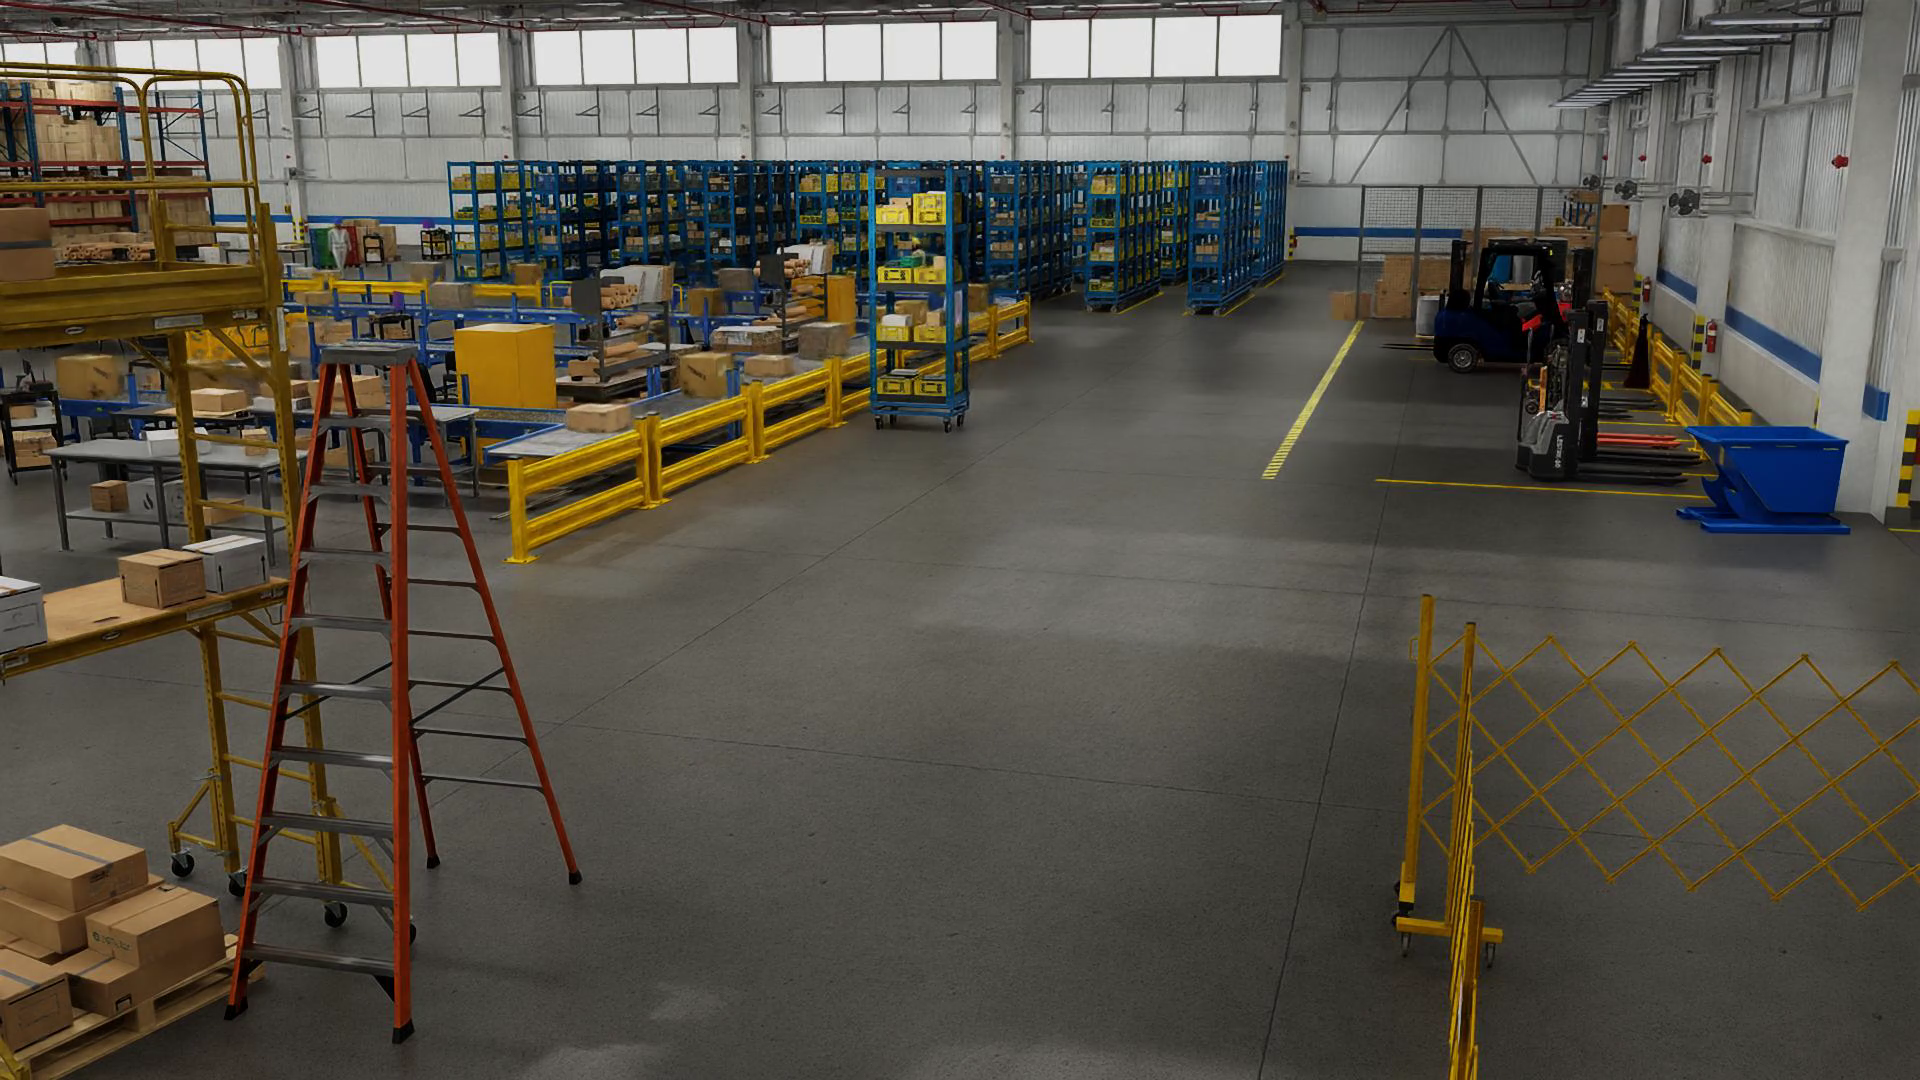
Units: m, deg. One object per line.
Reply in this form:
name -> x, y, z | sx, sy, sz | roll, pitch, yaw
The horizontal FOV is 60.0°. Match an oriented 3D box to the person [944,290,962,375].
person -> -0.150, -3.533, 27.404 | 0.427, 2.036, 0.621 | 2, 13, 9

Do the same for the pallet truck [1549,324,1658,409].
pallet truck -> 9.824, -2.669, 25.407 | 1.601, 1.201, 0.680 | 4, 14, 16

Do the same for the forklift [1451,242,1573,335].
forklift -> 10.464, -4.597, 31.405 | 2.680, 1.987, 1.157 | 4, 14, 16

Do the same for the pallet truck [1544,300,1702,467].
pallet truck -> 8.263, -1.952, 20.631 | 1.885, 1.965, 0.823 | 5, 14, 20

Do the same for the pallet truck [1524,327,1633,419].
pallet truck -> 9.065, -2.460, 24.370 | 1.522, 1.261, 0.704 | 3, 13, 14

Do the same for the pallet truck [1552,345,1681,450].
pallet truck -> 8.641, -1.896, 21.908 | 1.630, 1.274, 0.653 | 4, 14, 16

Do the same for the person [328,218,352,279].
person -> -18.766, -8.778, 50.319 | 0.622, 1.911, 0.951 | -9, 16, -35

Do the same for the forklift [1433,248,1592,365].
forklift -> 9.780, -4.111, 29.280 | 2.680, 1.987, 1.157 | 3, 13, 14

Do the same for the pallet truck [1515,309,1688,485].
pallet truck -> 7.554, -1.677, 19.446 | 1.885, 1.965, 0.823 | 3, 13, 14

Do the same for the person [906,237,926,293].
person -> -1.087, -6.386, 40.169 | 0.637, 1.815, 0.617 | 6, 14, 24
